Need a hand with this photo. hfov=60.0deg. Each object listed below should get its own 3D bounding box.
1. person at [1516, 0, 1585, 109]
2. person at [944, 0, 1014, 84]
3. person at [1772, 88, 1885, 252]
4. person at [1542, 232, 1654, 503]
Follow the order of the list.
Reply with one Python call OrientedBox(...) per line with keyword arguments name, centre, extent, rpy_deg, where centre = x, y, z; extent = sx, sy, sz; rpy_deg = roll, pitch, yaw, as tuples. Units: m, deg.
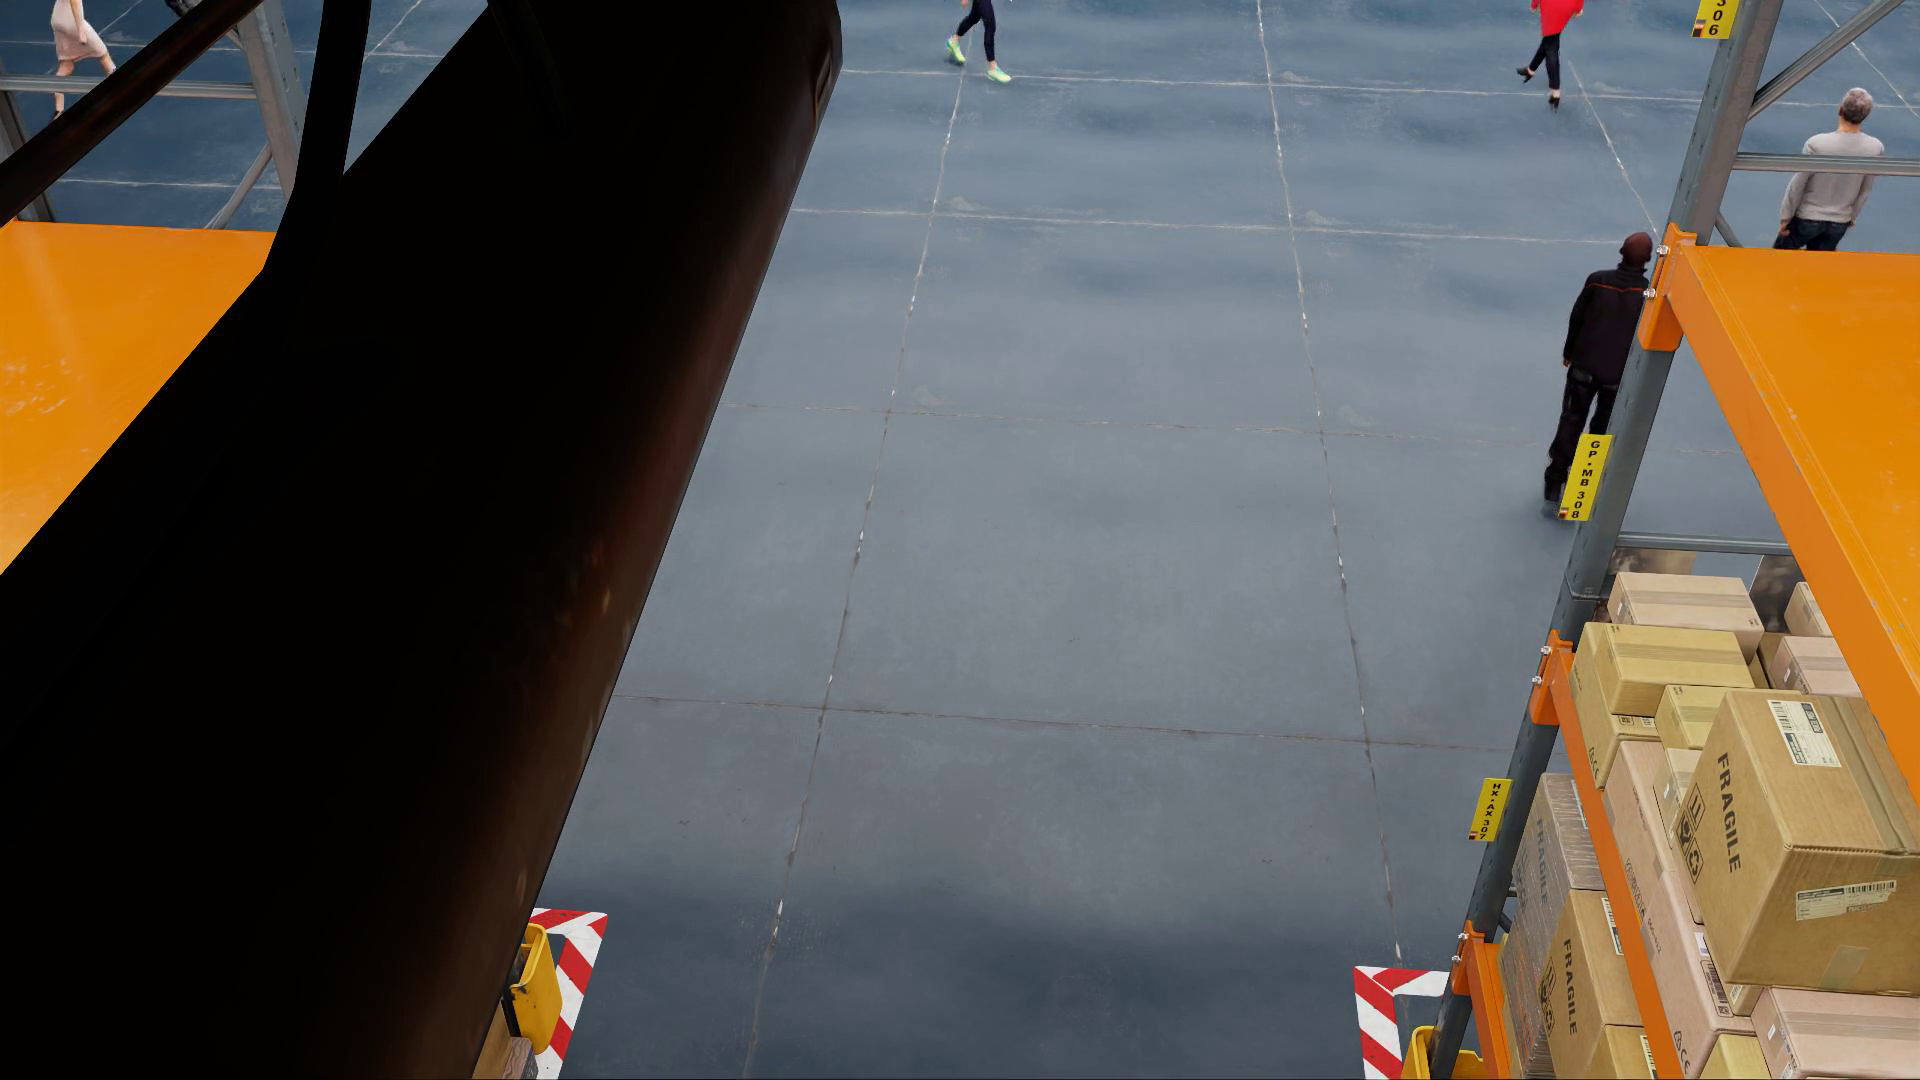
OrientedBox(name="person", centre=(5.530, -4.834, 15.302), extent=(0.777, 1.693, 1.079), rpy_deg=(-1, 38, -1))
OrientedBox(name="person", centre=(0.140, -5.286, 15.904), extent=(1.114, 1.664, 1.164), rpy_deg=(27, 46, 30))
OrientedBox(name="person", centre=(6.119, -2.238, 11.820), extent=(0.770, 1.895, 0.750), rpy_deg=(7, 39, 9))
OrientedBox(name="person", centre=(3.976, -1.043, 10.371), extent=(1.054, 1.800, 1.335), rpy_deg=(20, 42, 24))
